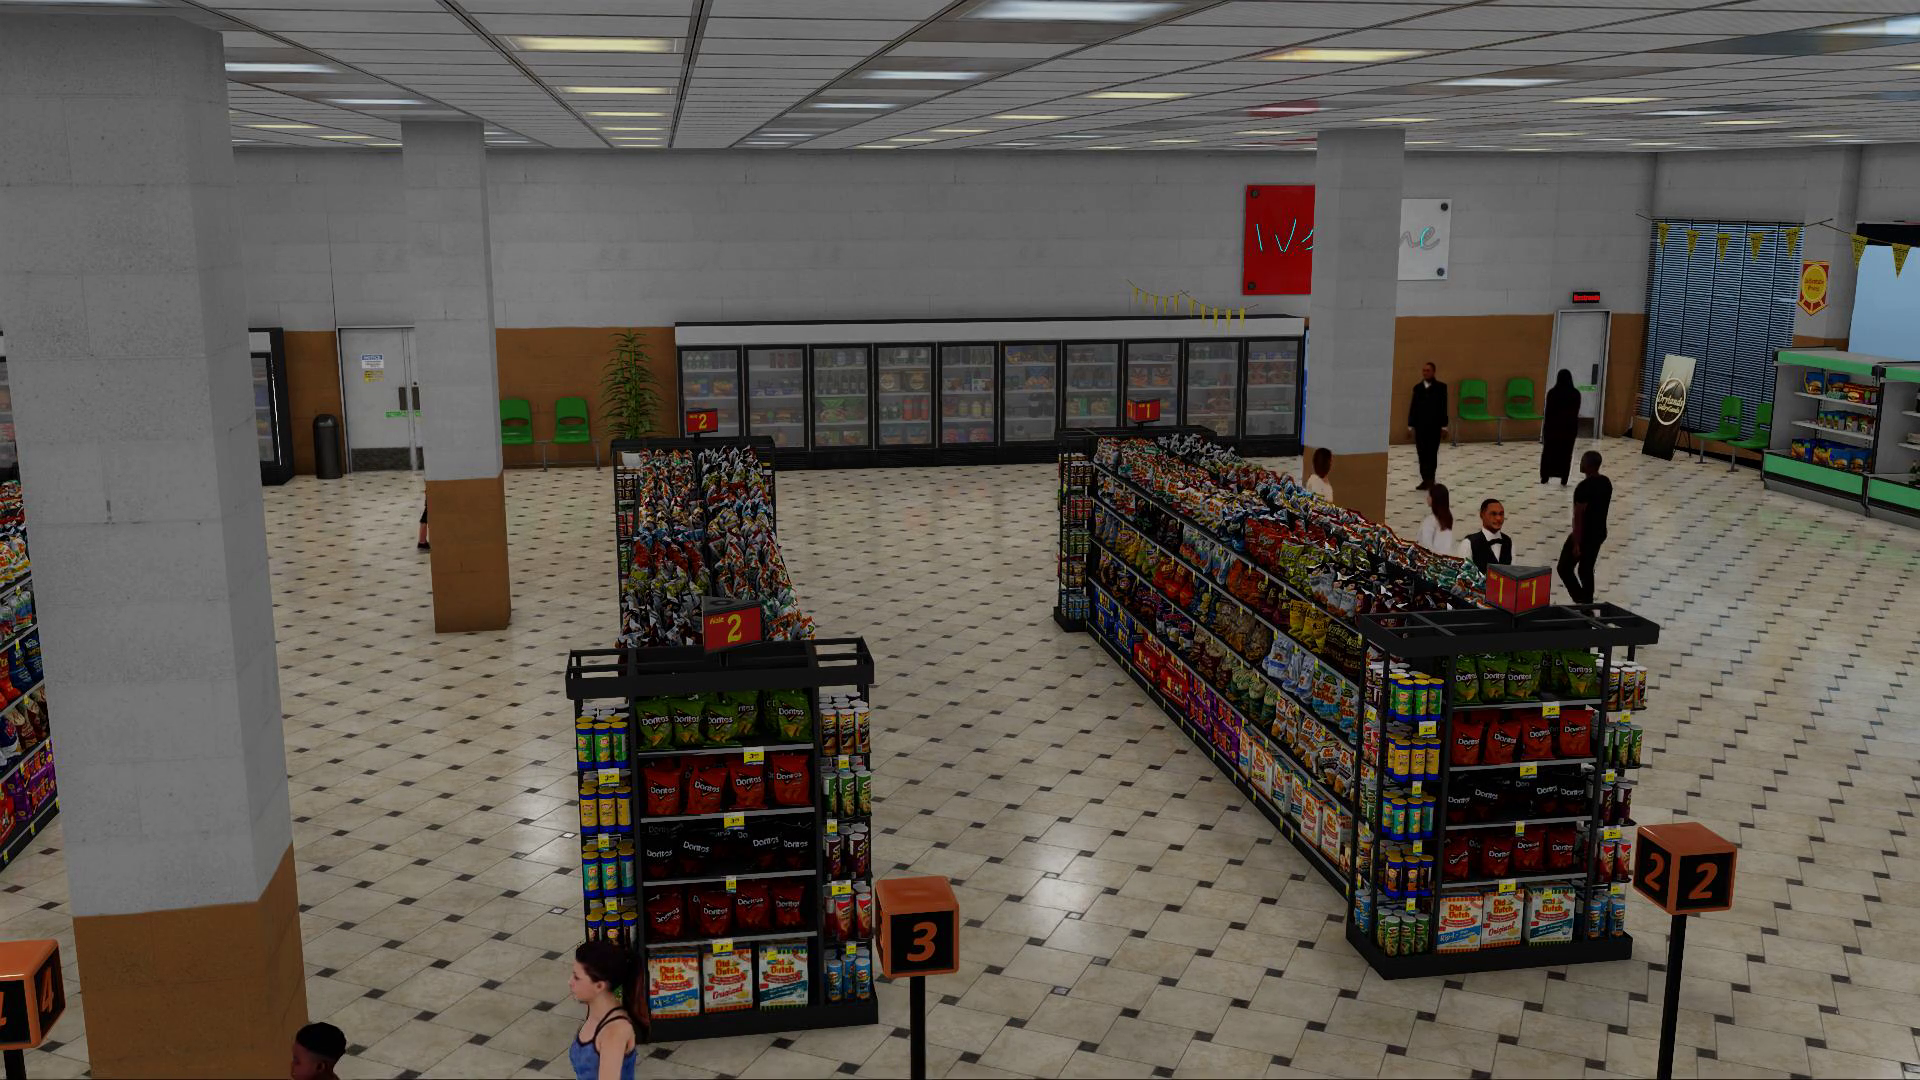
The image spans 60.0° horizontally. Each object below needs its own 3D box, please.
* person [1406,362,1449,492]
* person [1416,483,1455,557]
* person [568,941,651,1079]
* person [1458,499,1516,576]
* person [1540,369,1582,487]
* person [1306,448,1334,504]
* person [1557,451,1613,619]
[{"bbox_3d":[6.949,-1.669,24.510,0.852,1.887,0.929,10,15,39],"label":"person"},{"bbox_3d":[4.510,0.313,15.609,0.704,1.676,0.722,-8,14,-33],"label":"person"},{"bbox_3d":[-1.254,2.307,6.384,0.792,1.574,1.041,-5,13,-22],"label":"person"},{"bbox_3d":[4.299,0.600,13.658,0.719,1.919,0.621,-4,12,-17],"label":"person"},{"bbox_3d":[9.028,-1.684,24.896,0.716,1.757,0.663,1,12,4],"label":"person"},{"bbox_3d":[3.721,-0.142,17.872,1.136,1.633,1.103,8,14,32],"label":"person"},{"bbox_3d":[6.363,0.016,16.699,0.782,1.809,0.797,-8,14,-32],"label":"person"}]
